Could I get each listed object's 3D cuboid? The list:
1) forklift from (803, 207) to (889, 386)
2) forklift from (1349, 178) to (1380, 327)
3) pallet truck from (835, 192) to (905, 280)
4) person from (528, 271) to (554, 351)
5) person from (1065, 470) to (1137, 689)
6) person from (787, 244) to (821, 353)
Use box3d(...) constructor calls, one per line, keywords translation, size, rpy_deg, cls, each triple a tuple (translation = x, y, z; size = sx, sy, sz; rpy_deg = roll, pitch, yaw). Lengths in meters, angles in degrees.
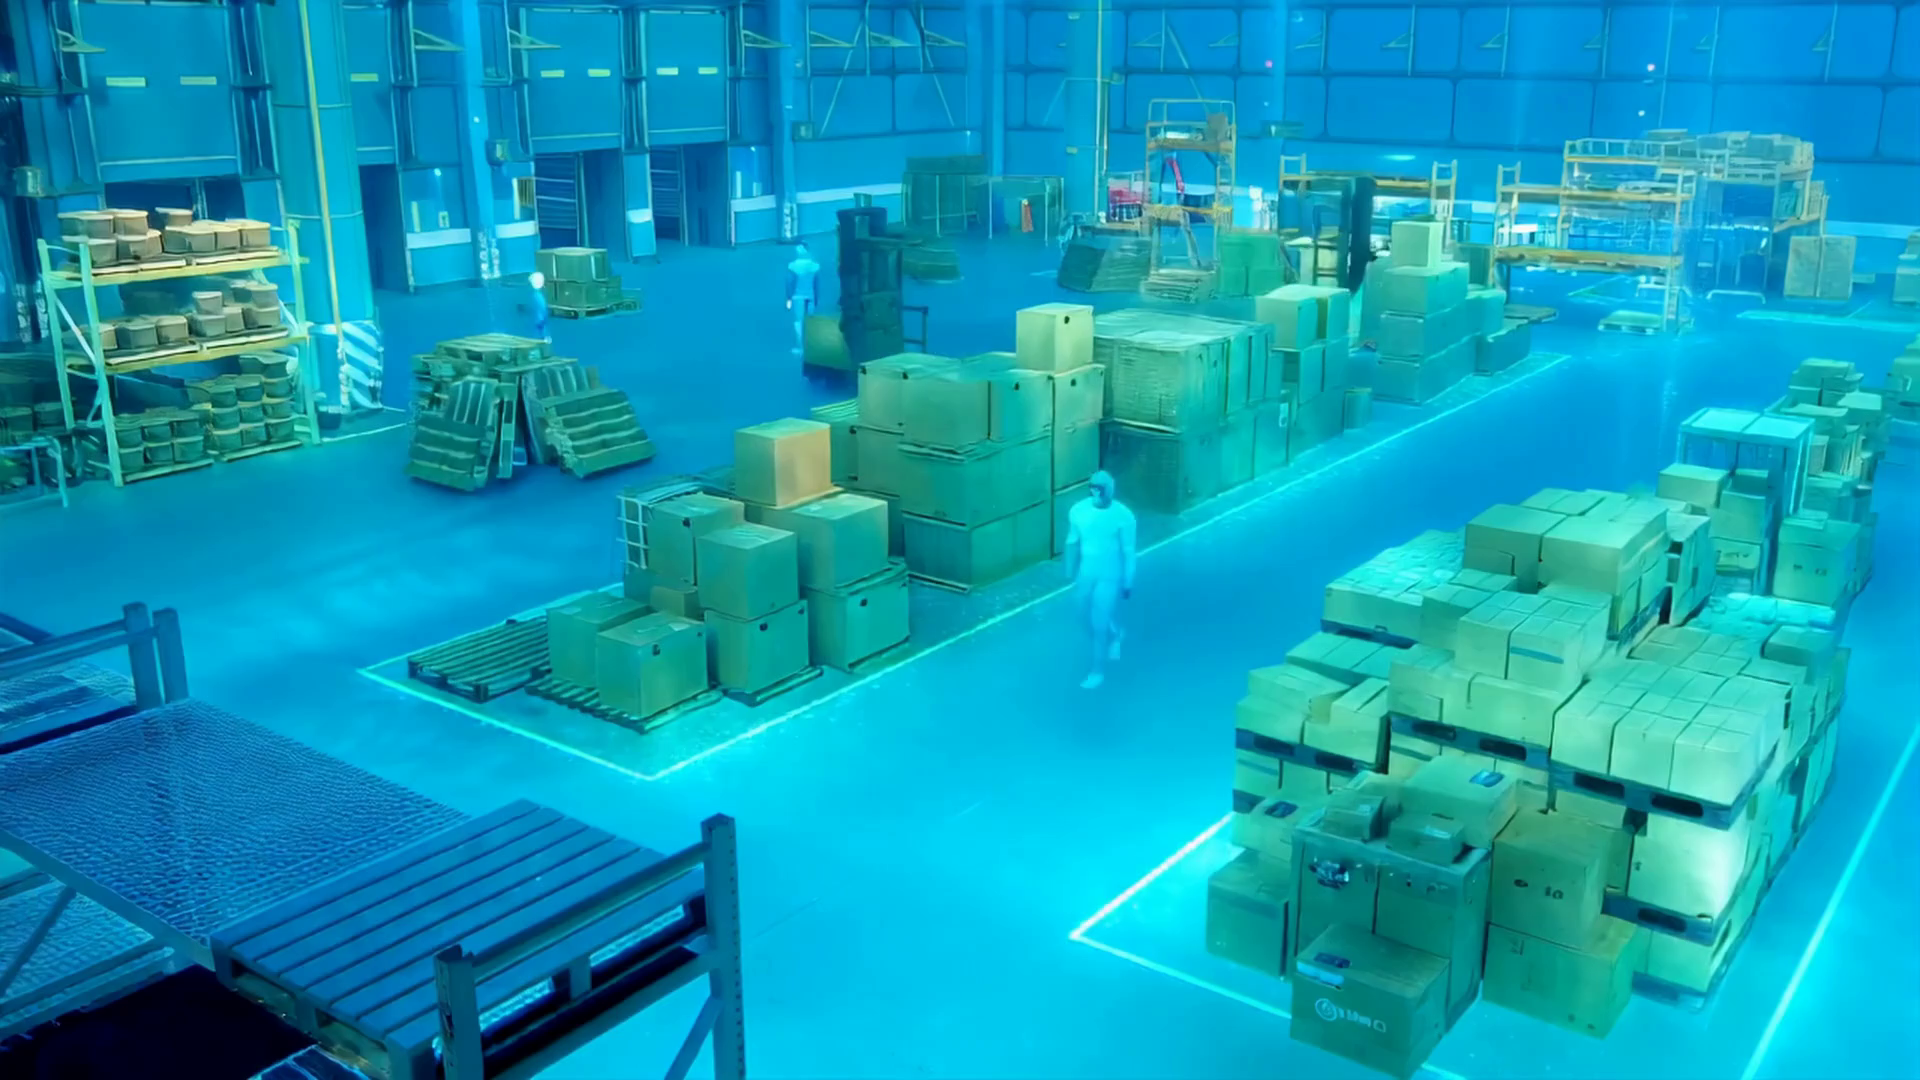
box3d(translation=(-1.552, -3.926, 26.774), size=(1.873, 2.768, 1.129), rpy_deg=(12, 21, 35), cls="forklift")
box3d(translation=(7.751, -5.552, 32.158), size=(1.873, 2.768, 1.129), rpy_deg=(3, 17, 10), cls="forklift")
box3d(translation=(-1.936, -7.159, 38.982), size=(1.885, 1.965, 0.823), rpy_deg=(-12, 21, -34), cls="pallet truck")
box3d(translation=(-7.024, -3.678, 28.004), size=(0.582, 1.679, 0.541), rpy_deg=(-1, 17, -3), cls="person")
box3d(translation=(1.260, 0.293, 14.449), size=(0.635, 1.918, 0.708), rpy_deg=(13, 21, 37), cls="person")
box3d(translation=(-2.783, -4.299, 29.642), size=(0.634, 1.929, 0.387), rpy_deg=(-8, 19, -26), cls="person")
